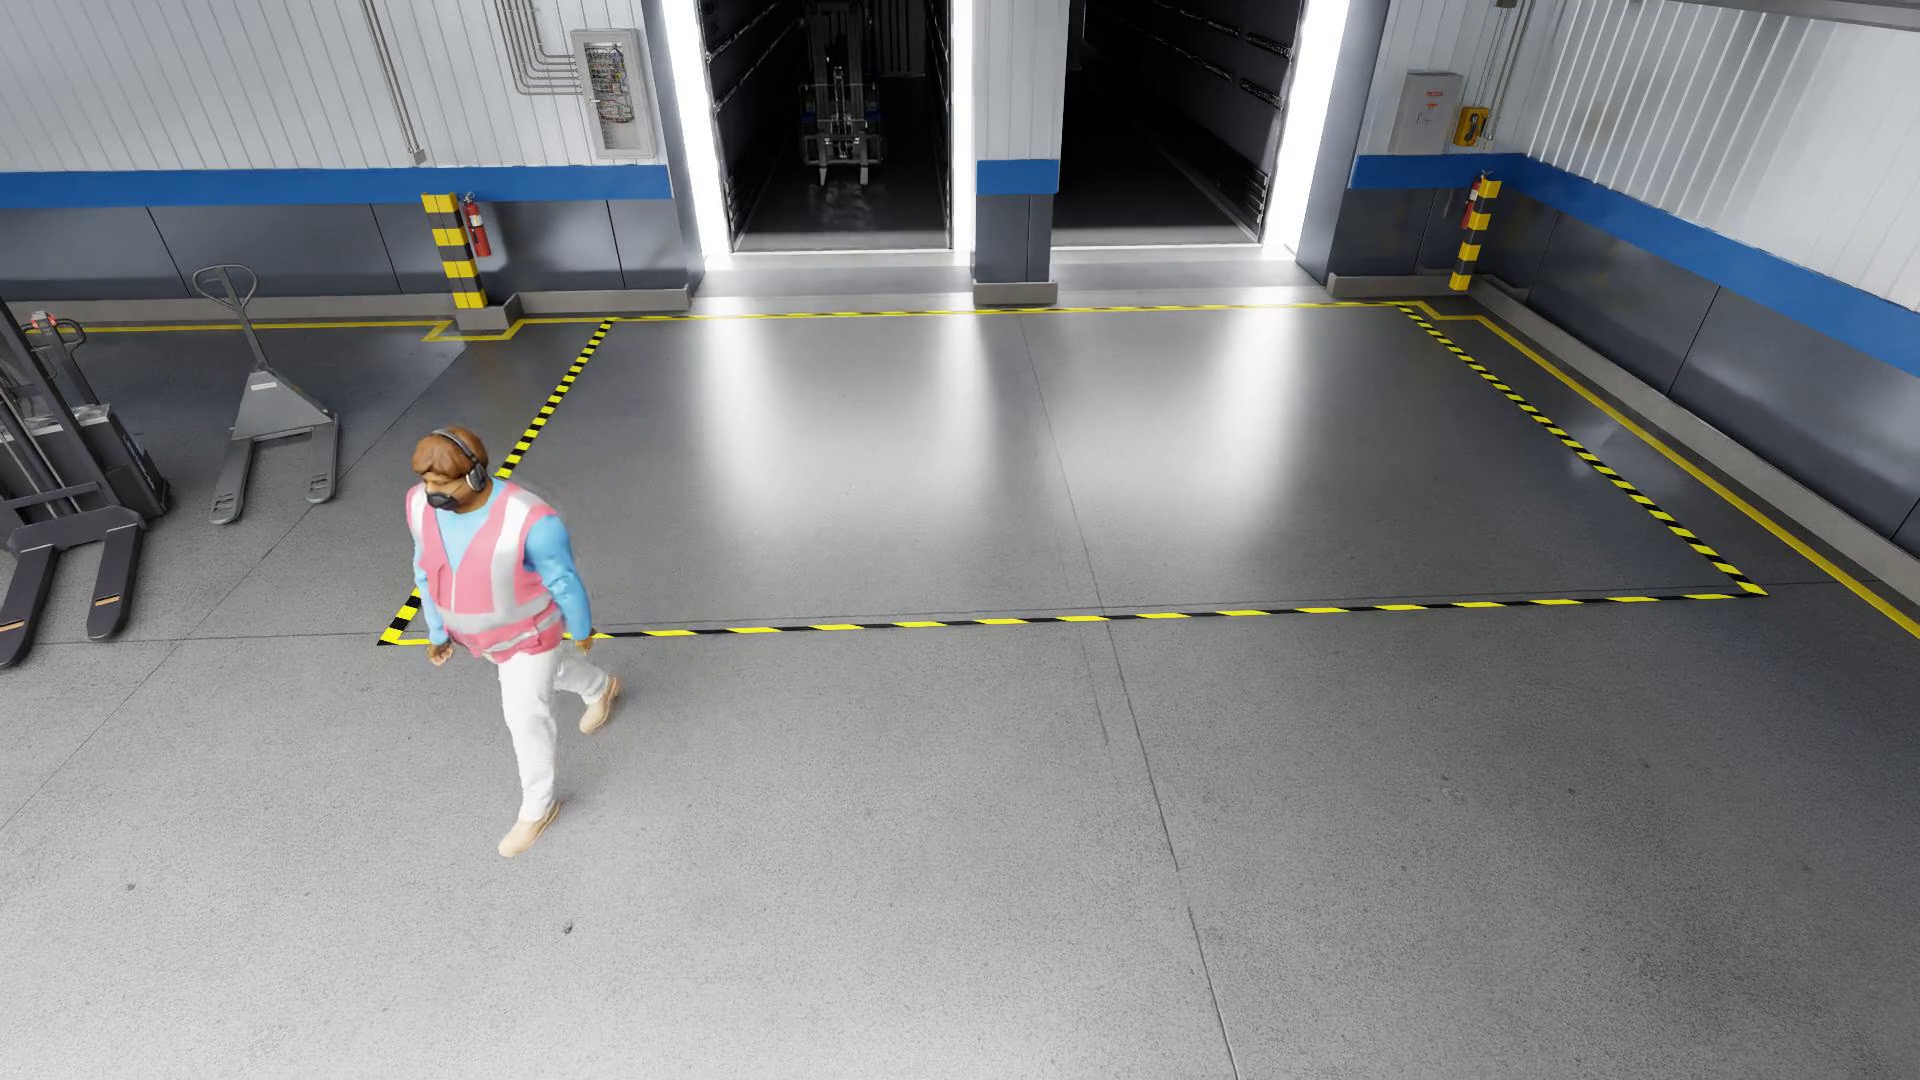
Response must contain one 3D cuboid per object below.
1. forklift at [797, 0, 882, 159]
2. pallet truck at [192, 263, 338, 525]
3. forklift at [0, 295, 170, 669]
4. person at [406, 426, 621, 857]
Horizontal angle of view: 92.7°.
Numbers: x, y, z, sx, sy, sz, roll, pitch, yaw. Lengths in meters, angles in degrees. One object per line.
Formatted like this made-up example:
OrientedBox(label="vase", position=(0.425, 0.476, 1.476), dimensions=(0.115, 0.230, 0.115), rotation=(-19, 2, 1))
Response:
OrientedBox(label="forklift", position=(-1.774, -6.956, 13.673), dimensions=(1.157, 2.036, 2.680), rotation=(-3, 35, -4))
OrientedBox(label="pallet truck", position=(-4.778, -1.027, 6.128), dimensions=(0.680, 1.201, 1.601), rotation=(-17, 38, -23))
OrientedBox(label="forklift", position=(-5.212, -0.618, 4.878), dimensions=(0.823, 1.965, 1.885), rotation=(-20, 39, -26))
OrientedBox(label="person", position=(-1.783, 0.331, 3.698), dimensions=(0.612, 1.803, 0.967), rotation=(12, 37, 16))
